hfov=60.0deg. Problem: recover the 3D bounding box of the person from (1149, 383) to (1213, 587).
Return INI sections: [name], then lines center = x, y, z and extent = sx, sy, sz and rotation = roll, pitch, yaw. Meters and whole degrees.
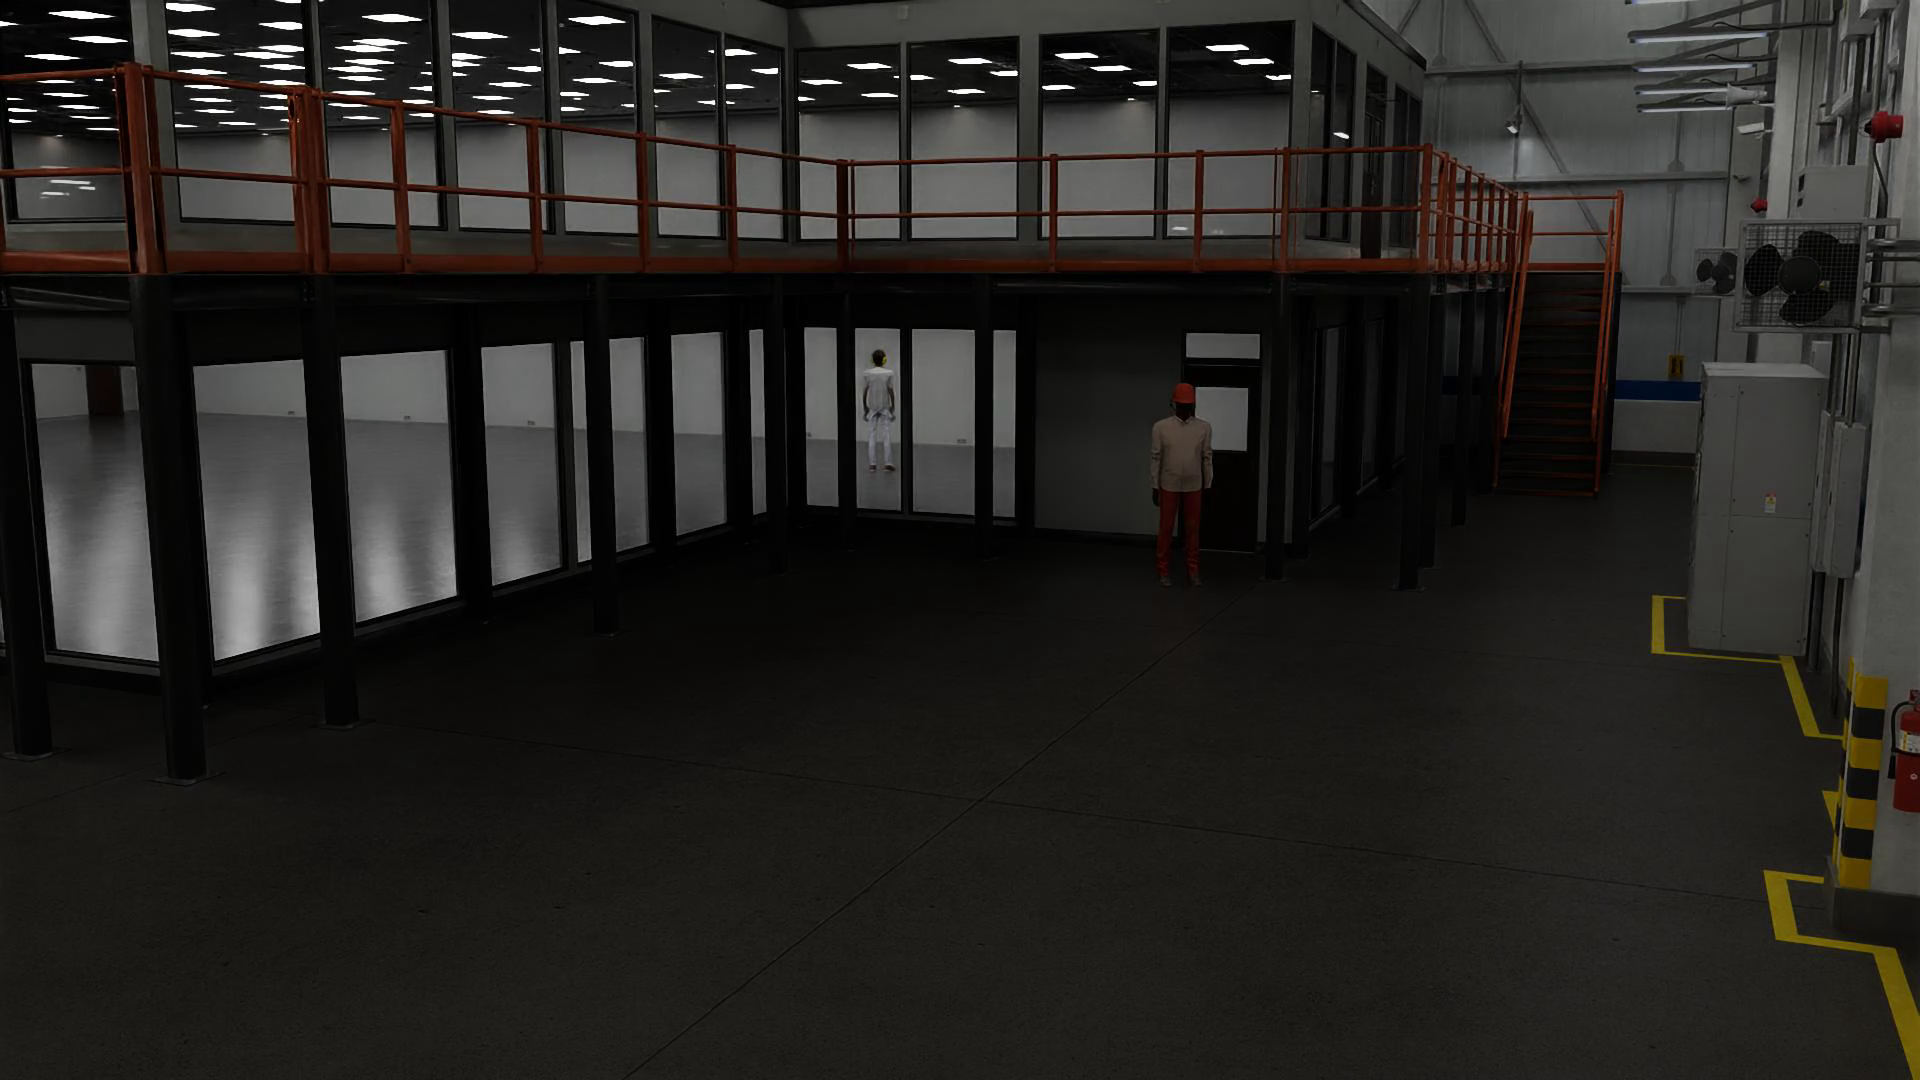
[person]
center = 2.142, -0.525, 16.071
extent = 0.615, 1.988, 0.401
rotation = -1, 9, -4
